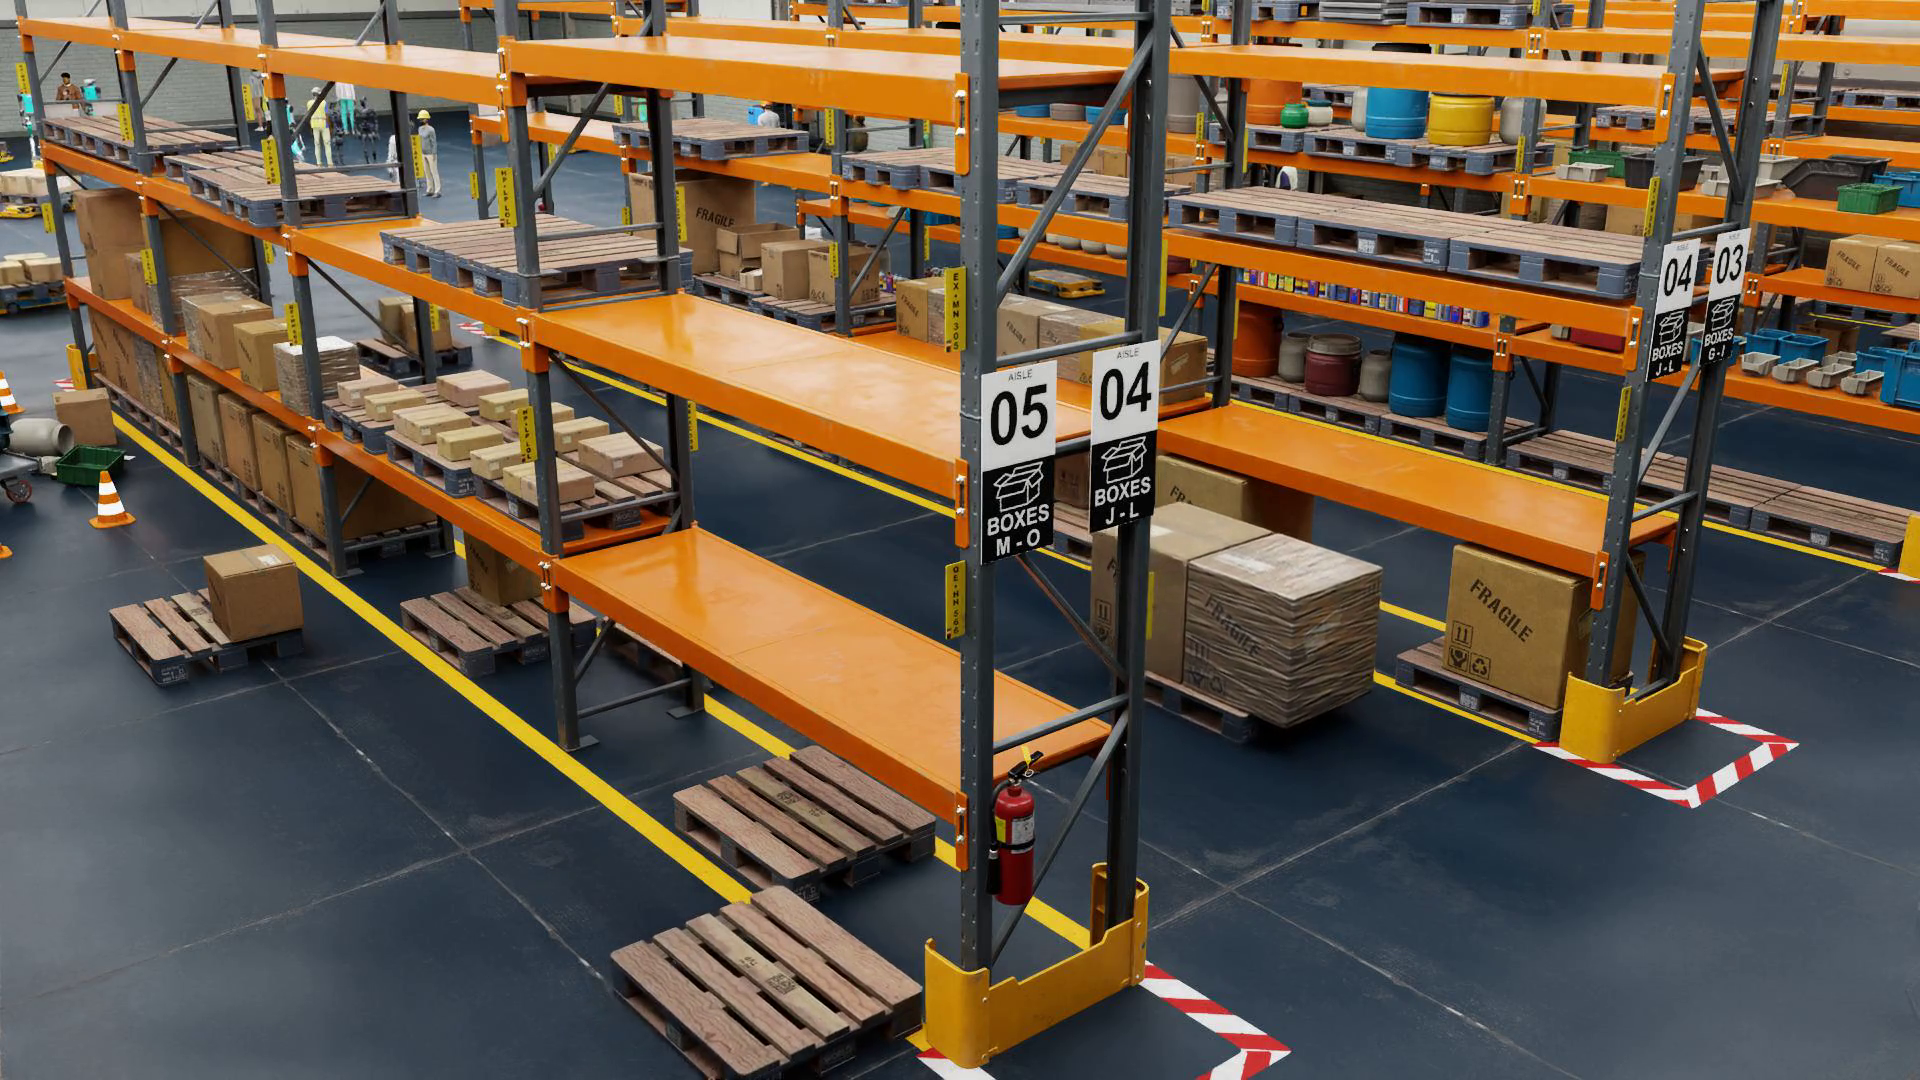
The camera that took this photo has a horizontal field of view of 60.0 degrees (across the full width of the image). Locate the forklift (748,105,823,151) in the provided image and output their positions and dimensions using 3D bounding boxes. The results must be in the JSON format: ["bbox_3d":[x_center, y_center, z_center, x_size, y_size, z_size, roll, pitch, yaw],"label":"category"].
[{"bbox_3d":[-4.526,-11.368,42.374,1.129,2.768,1.873,-15,24,-37],"label":"forklift"}]

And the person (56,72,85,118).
[{"bbox_3d":[-23.651,-11.490,44.241,0.774,1.856,0.397,-4,20,-10],"label":"person"}]

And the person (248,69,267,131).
[{"bbox_3d":[-20.027,-12.653,47.526,0.379,1.874,0.511,12,23,32],"label":"person"}]

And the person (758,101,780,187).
[{"bbox_3d":[-4.130,-8.595,35.962,0.569,1.889,0.389,-11,22,-28],"label":"person"}]

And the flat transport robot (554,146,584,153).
[{"bbox_3d":[-9.771,-10.119,42.734,0.659,0.231,1.431,11,22,28],"label":"flat transport robot"}]

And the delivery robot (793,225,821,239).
[{"bbox_3d":[-2.695,-5.017,27.803,0.784,0.608,0.499,-16,25,-38],"label":"delivery robot"}]

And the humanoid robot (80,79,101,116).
[{"bbox_3d":[-22.708,-11.273,43.888,0.552,1.767,1.049,3,20,8],"label":"humanoid robot"}]

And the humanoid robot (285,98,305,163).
[{"bbox_3d":[-14.992,-9.050,37.539,0.902,1.802,0.552,12,22,30],"label":"humanoid robot"}]

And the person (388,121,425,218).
[{"bbox_3d":[-10.488,-6.979,31.414,0.685,1.853,0.382,-8,21,-23],"label":"person"}]

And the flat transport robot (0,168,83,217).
[{"bbox_3d":[-17.867,-6.459,32.318,0.659,0.231,1.431,7,20,18],"label":"flat transport robot"}]

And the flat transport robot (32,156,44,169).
[{"bbox_3d":[-21.580,-8.929,39.349,0.659,0.231,1.431,-10,22,-26],"label":"flat transport robot"}]

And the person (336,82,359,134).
[{"bbox_3d":[-17.195,-12.351,46.606,0.498,1.914,0.352,0,19,0],"label":"person"}]

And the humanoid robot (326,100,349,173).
[{"bbox_3d":[-14.312,-9.260,38.178,0.416,1.643,0.609,-4,20,-12],"label":"humanoid robot"}]

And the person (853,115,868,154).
[{"bbox_3d":[-2.176,-8.271,35.279,0.532,1.729,0.860,-16,25,-39],"label":"person"}]

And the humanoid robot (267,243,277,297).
[{"bbox_3d":[-10.226,-4.282,24.018,0.586,1.634,0.643,2,19,5],"label":"humanoid robot"}]

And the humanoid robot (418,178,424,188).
[{"bbox_3d":[-11.766,-8.337,35.555,0.447,1.628,0.618,-4,20,-11],"label":"humanoid robot"}]

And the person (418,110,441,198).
[{"bbox_3d":[-10.995,-7.967,34.347,0.531,1.772,0.298,14,24,35],"label":"person"}]

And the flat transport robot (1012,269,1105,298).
[{"bbox_3d":[1.457,-3.829,24.833,0.659,0.231,1.431,-14,24,-34],"label":"flat transport robot"}]

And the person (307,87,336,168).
[{"bbox_3d":[-14.855,-9.546,38.658,0.542,1.891,0.389,1,19,2],"label":"person"}]

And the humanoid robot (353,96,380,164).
[{"bbox_3d":[-13.974,-9.611,39.156,0.609,1.637,0.447,-4,20,-10],"label":"humanoid robot"}]

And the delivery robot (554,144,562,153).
[{"bbox_3d":[-10.279,-10.152,42.427,0.499,0.614,0.814,-12,23,-31],"label":"delivery robot"}]

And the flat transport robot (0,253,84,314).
[{"bbox_3d":[-13.275,-3.417,23.662,0.659,0.231,1.431,16,25,38],"label":"flat transport robot"}]

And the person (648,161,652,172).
[{"bbox_3d":[-5.106,-5.933,28.274,0.368,1.960,0.601,-3,20,-8],"label":"person"}]

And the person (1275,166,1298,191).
[{"bbox_3d":[5.316,-5.470,27.126,0.393,1.846,0.562,8,21,21],"label":"person"}]

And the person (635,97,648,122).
[{"bbox_3d":[-7.907,-10.690,41.813,0.517,1.960,0.492,-1,19,-4],"label":"person"}]

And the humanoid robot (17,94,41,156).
[{"bbox_3d":[-22.850,-10.286,41.014,0.539,1.781,0.765,-11,22,-29],"label":"humanoid robot"}]

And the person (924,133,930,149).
[{"bbox_3d":[-0.795,-7.449,32.914,0.472,1.743,0.342,11,22,29],"label":"person"}]

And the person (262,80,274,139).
[{"bbox_3d":[-18.584,-11.573,44.730,0.323,1.688,0.528,-7,21,-19],"label":"person"}]

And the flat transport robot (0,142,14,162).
[{"bbox_3d":[-23.804,-9.259,40.286,1.431,0.231,0.659,-5,20,-14],"label":"flat transport robot"}]
